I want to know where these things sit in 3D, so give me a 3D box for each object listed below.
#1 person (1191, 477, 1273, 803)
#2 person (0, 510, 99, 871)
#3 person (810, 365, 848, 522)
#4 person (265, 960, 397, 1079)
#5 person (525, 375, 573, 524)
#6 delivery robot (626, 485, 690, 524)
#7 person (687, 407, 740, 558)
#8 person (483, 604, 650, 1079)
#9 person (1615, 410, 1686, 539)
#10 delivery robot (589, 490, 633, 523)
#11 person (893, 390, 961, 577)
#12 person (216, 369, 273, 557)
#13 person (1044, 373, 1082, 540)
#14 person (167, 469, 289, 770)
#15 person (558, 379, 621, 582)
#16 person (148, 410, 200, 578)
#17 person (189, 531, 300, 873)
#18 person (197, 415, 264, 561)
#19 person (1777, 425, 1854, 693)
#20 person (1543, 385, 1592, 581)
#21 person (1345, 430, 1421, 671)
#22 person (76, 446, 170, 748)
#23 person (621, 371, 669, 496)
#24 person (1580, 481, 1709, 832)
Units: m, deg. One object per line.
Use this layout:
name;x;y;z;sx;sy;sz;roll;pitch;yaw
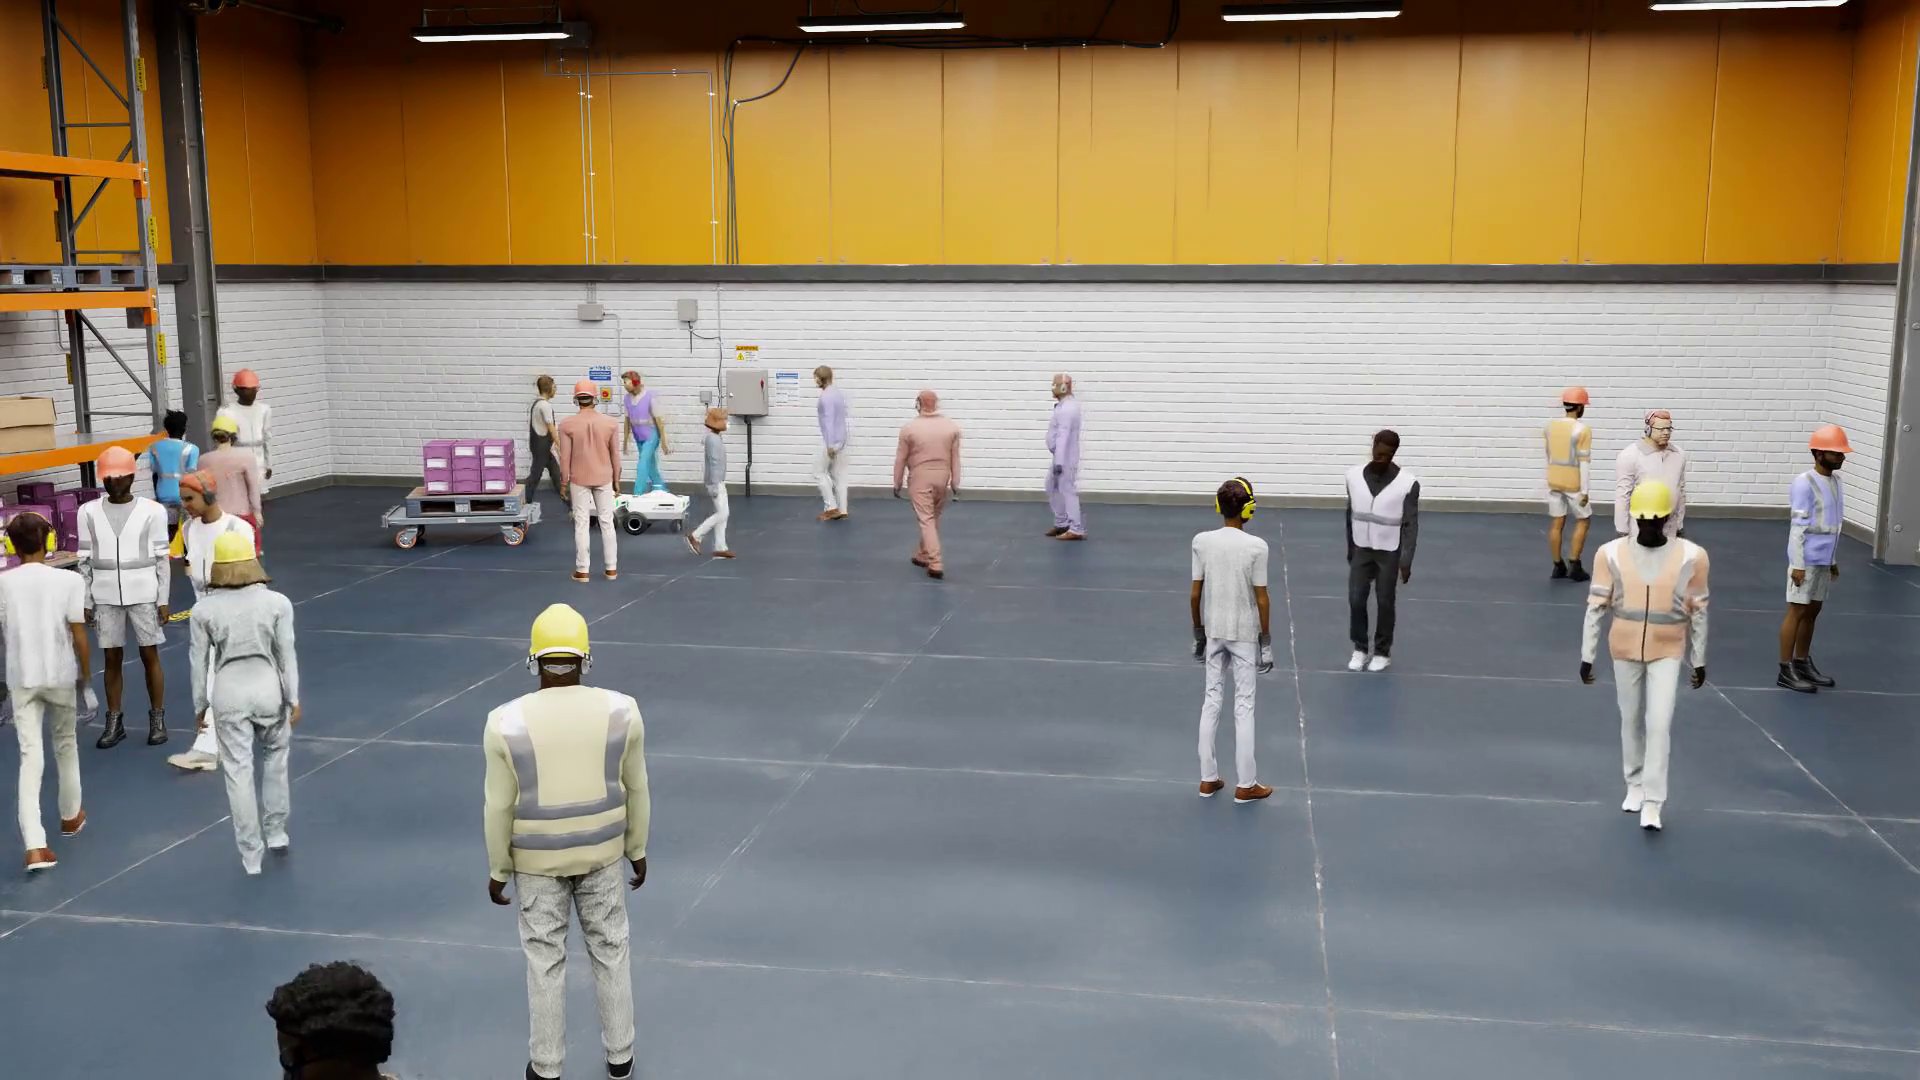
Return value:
person;1.566;0.575;9.560;0.518;1.862;0.326;7;11;36
person;-4.776;0.761;8.622;0.548;1.803;0.985;-4;10;-21
person;-1.595;-1.169;20.208;0.539;1.914;0.658;1;9;9
person;-1.073;1.659;3.409;0.588;1.673;0.571;-4;10;-23
person;-4.919;-1.081;20.063;0.980;1.774;0.555;-3;10;-17
delivery robot;-3.511;-0.398;19.346;0.707;0.478;0.477;0;9;-1
person;-2.599;-0.591;17.514;0.445;1.616;0.509;0;9;0
person;-1.445;1.142;6.128;0.601;1.830;0.403;-4;10;-23
person;5.753;-0.132;13.833;0.644;1.903;0.401;-3;9;-15
delivery robot;-4.210;-0.438;19.592;0.707;0.478;0.477;5;10;27
person;-0.340;-0.581;16.754;0.663;1.857;0.990;-4;10;-25
person;-7.705;-0.840;17.858;0.722;2.022;0.611;7;11;37
person;1.130;-0.932;18.805;0.595;1.890;0.669;1;9;7
person;-4.530;0.476;10.287;0.665;1.832;0.955;3;10;20
person;-3.638;-0.583;16.339;0.613;1.991;0.392;-4;10;-25
person;-7.714;-0.433;16.363;0.542;1.677;0.467;1;9;5
person;-3.657;0.807;8.517;0.504;1.718;0.610;-4;10;-23
person;-6.544;-0.240;14.946;0.555;1.753;0.391;-1;9;-5
person;6.228;0.130;12.081;0.547;1.938;0.377;-7;11;-35
person;5.991;-0.556;16.365;0.402;1.931;0.564;-6;11;-31
person;3.175;0.090;12.534;0.613;1.865;0.560;6;11;34
person;-5.336;0.362;10.641;0.544;1.939;0.353;-2;9;-15
person;-4.019;-1.224;20.925;0.614;1.783;0.918;9;13;44
person;3.723;0.631;9.097;0.622;1.889;0.876;5;11;29
